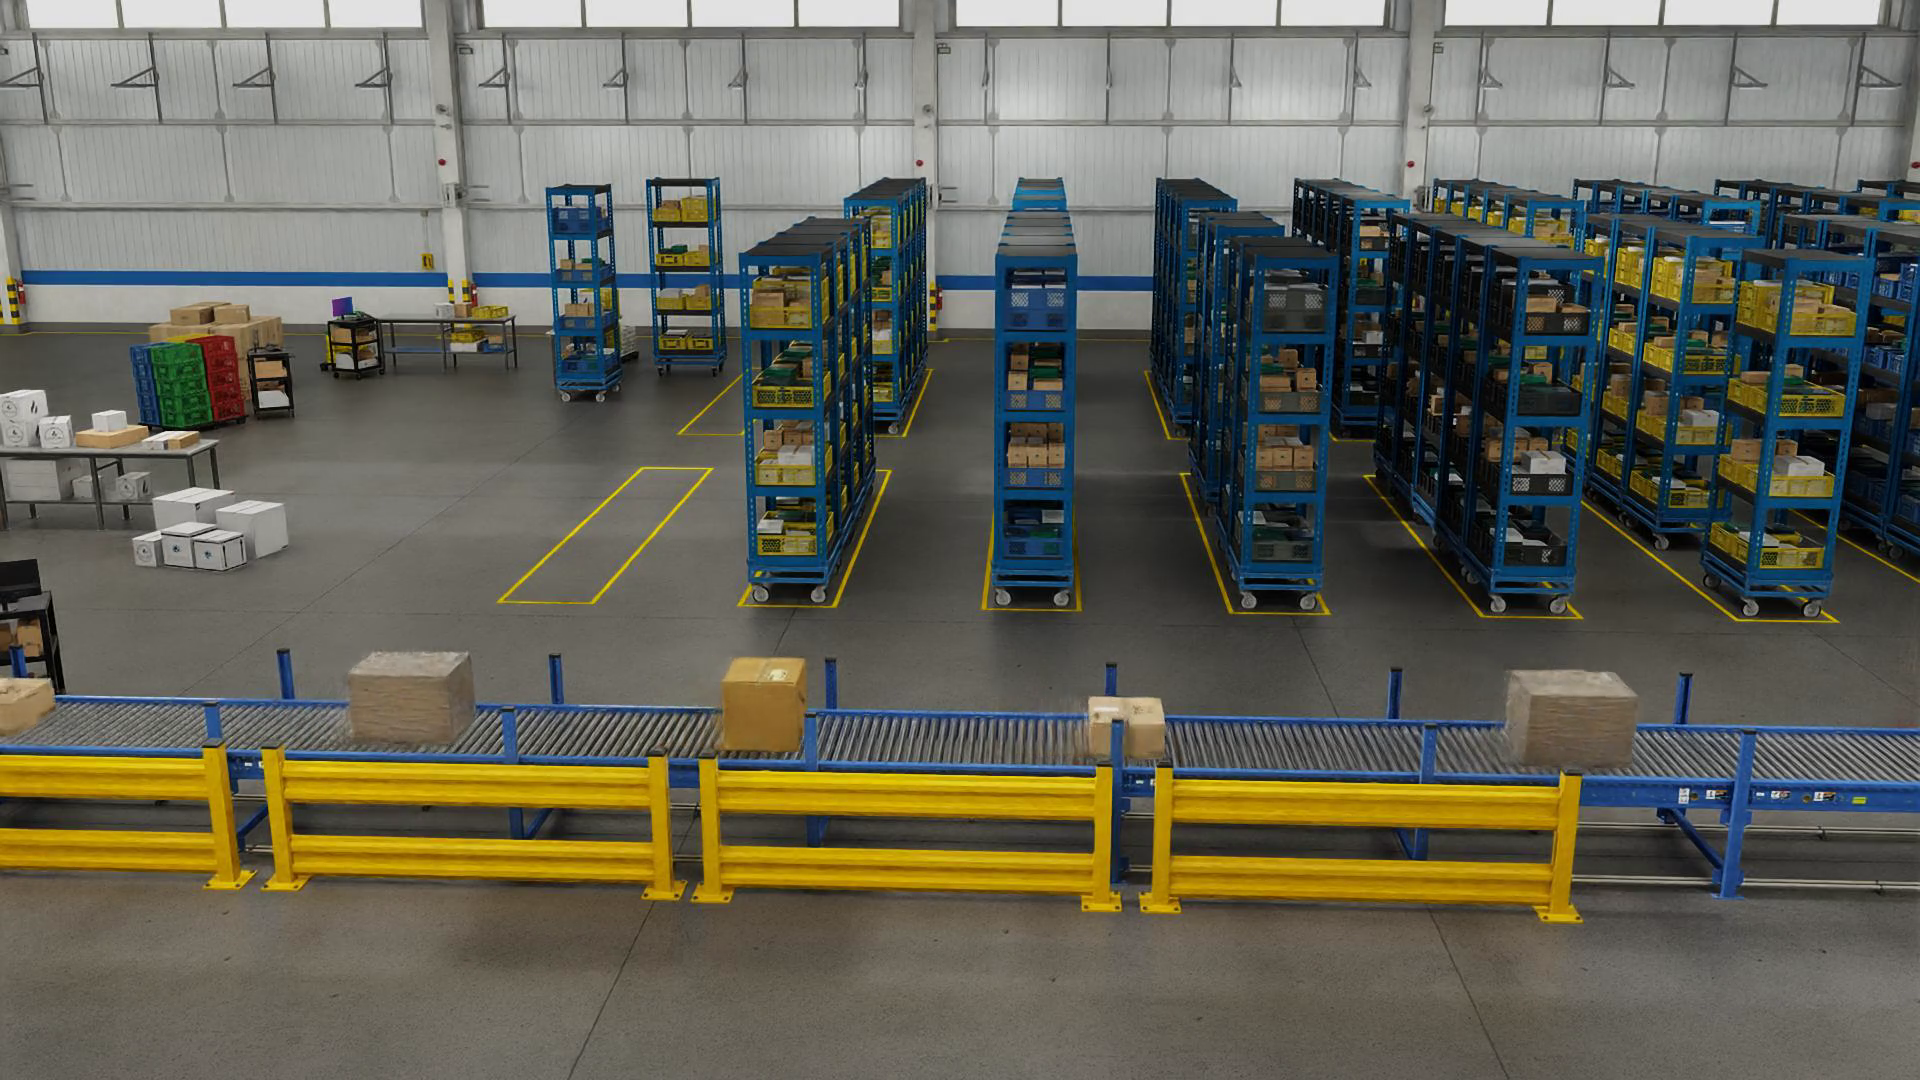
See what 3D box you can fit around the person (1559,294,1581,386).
[{"bbox_3d":[9.943,-3.088,27.254,0.418,1.984,0.602,-2,15,-8],"label":"person"}]
